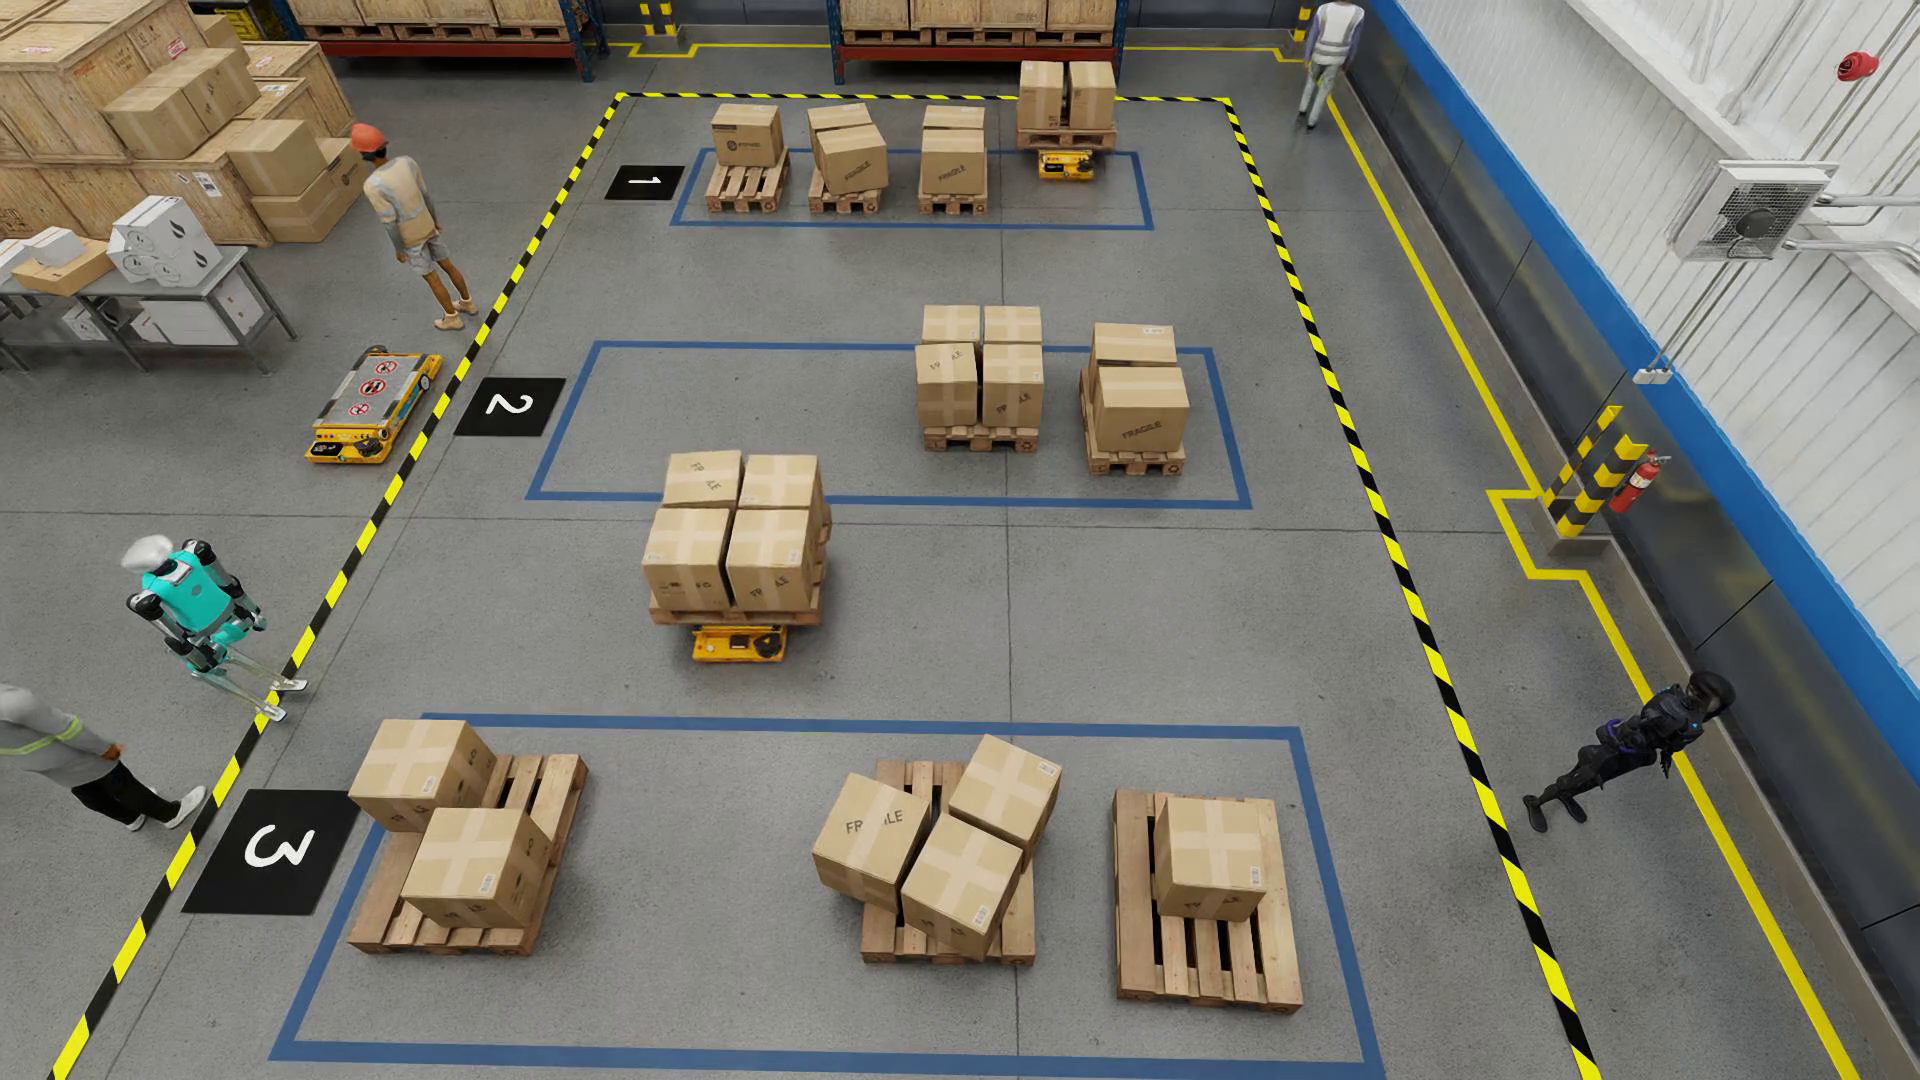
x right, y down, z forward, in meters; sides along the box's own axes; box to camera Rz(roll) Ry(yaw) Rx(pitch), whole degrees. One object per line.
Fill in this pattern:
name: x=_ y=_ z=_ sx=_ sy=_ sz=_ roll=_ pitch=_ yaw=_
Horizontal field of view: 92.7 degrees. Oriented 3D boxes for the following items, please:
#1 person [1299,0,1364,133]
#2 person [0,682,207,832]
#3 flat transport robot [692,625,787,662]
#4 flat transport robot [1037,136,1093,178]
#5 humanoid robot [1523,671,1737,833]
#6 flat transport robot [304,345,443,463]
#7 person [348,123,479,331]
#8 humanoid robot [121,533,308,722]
person: x=4.685 y=-6.153 z=11.562 sx=0.599 sy=1.811 sz=0.715 roll=21 pitch=53 yaw=17
person: x=-5.242 y=1.179 z=5.333 sx=0.589 sy=1.850 sz=0.395 roll=1 pitch=50 yaw=1
flat transport robot: x=-1.622 y=0.291 z=7.102 sx=0.652 sy=0.197 sz=1.431 roll=0 pitch=50 yaw=0
flat transport robot: x=1.308 y=-5.028 z=11.603 sx=0.652 sy=0.197 sz=1.431 roll=1 pitch=50 yaw=1
humanoid robot: x=3.924 y=1.251 z=5.374 sx=0.599 sy=1.659 sz=0.315 roll=-7 pitch=50 yaw=-6
flat transport robot: x=-5.383 y=-1.269 z=8.441 sx=0.659 sy=0.231 sz=1.431 roll=1 pitch=50 yaw=1
person: x=-5.164 y=-2.920 z=8.674 sx=0.364 sy=2.048 sz=0.607 roll=12 pitch=51 yaw=10
humanoid robot: x=-4.862 y=0.556 z=5.843 sx=0.735 sy=1.681 sz=0.533 roll=9 pitch=50 yaw=8
